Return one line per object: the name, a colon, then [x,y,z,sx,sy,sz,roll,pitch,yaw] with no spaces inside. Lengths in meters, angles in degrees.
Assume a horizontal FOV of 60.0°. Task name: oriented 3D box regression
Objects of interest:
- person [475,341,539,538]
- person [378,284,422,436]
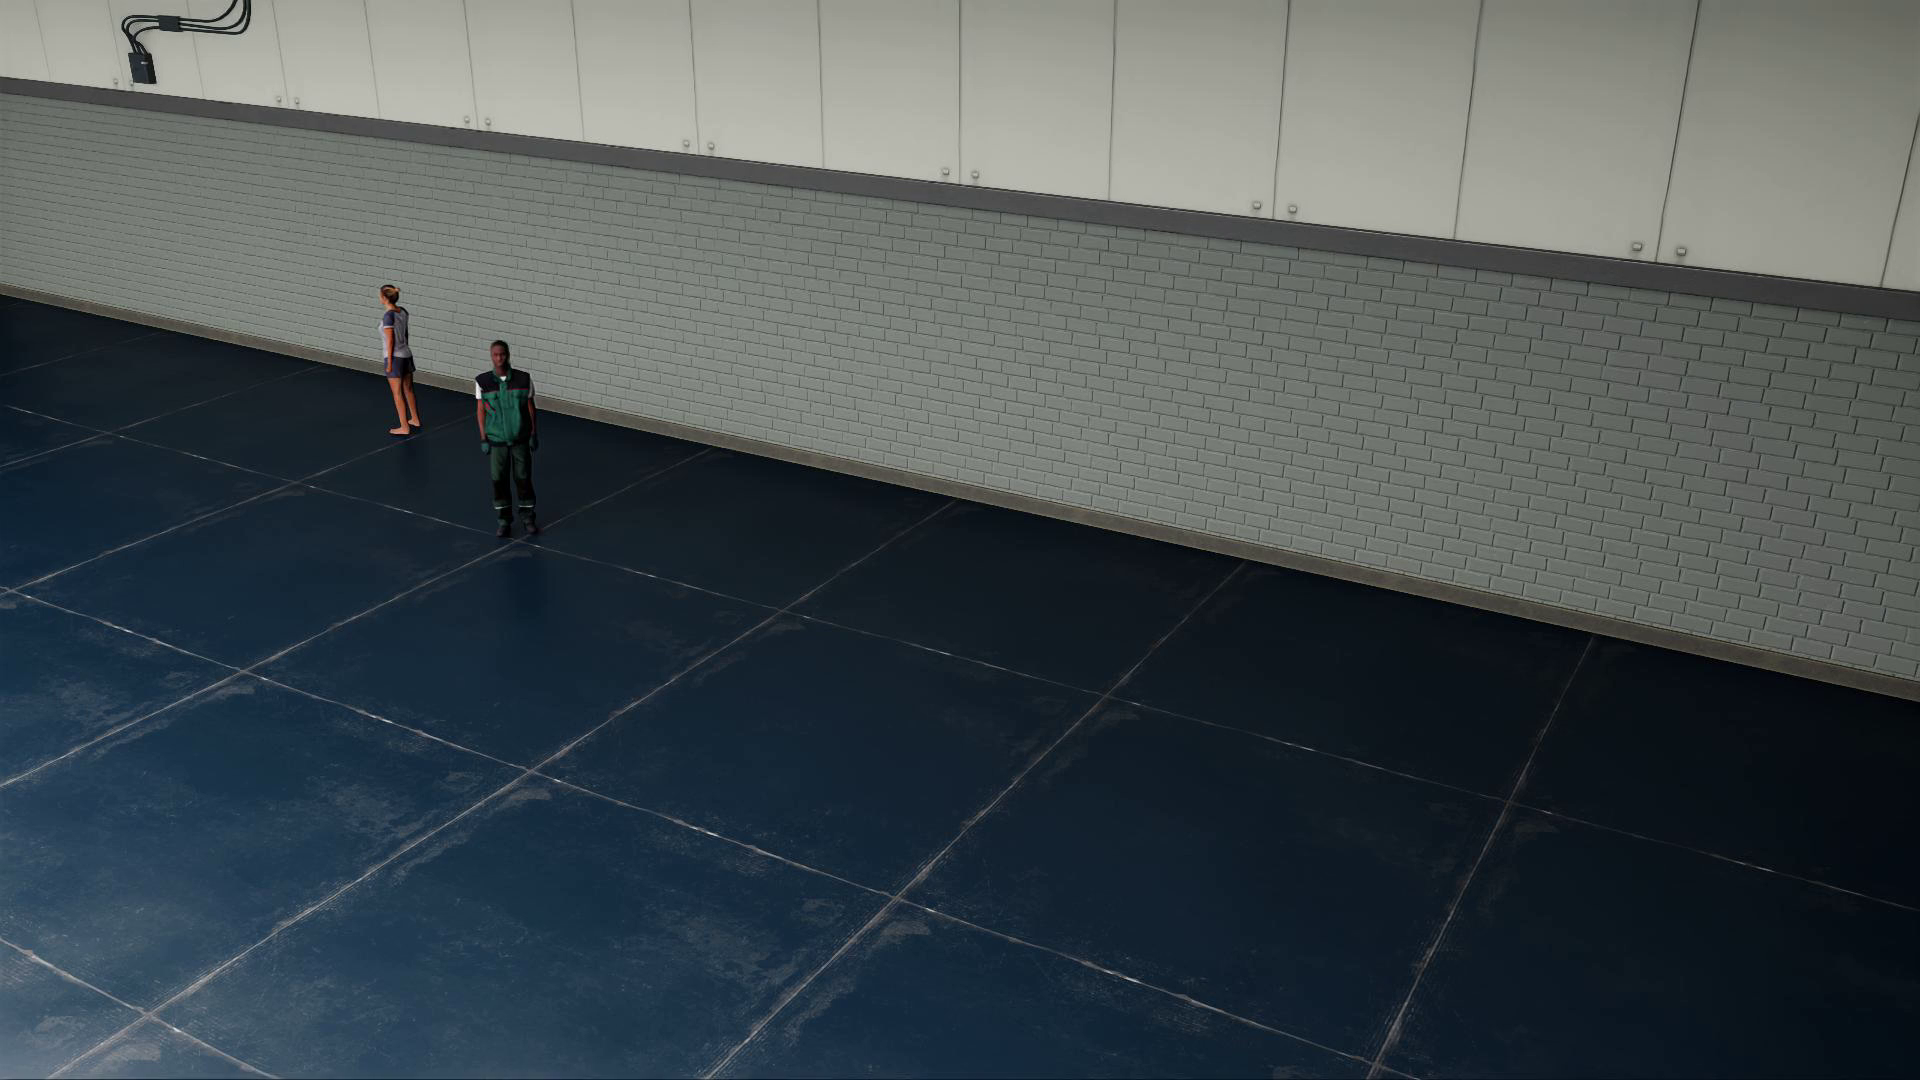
person: [-4.125,-0.933,15.199,0.772,1.840,0.841,-7,24,-16]
person: [-6.031,-1.950,17.865,0.703,1.625,0.576,4,23,10]
